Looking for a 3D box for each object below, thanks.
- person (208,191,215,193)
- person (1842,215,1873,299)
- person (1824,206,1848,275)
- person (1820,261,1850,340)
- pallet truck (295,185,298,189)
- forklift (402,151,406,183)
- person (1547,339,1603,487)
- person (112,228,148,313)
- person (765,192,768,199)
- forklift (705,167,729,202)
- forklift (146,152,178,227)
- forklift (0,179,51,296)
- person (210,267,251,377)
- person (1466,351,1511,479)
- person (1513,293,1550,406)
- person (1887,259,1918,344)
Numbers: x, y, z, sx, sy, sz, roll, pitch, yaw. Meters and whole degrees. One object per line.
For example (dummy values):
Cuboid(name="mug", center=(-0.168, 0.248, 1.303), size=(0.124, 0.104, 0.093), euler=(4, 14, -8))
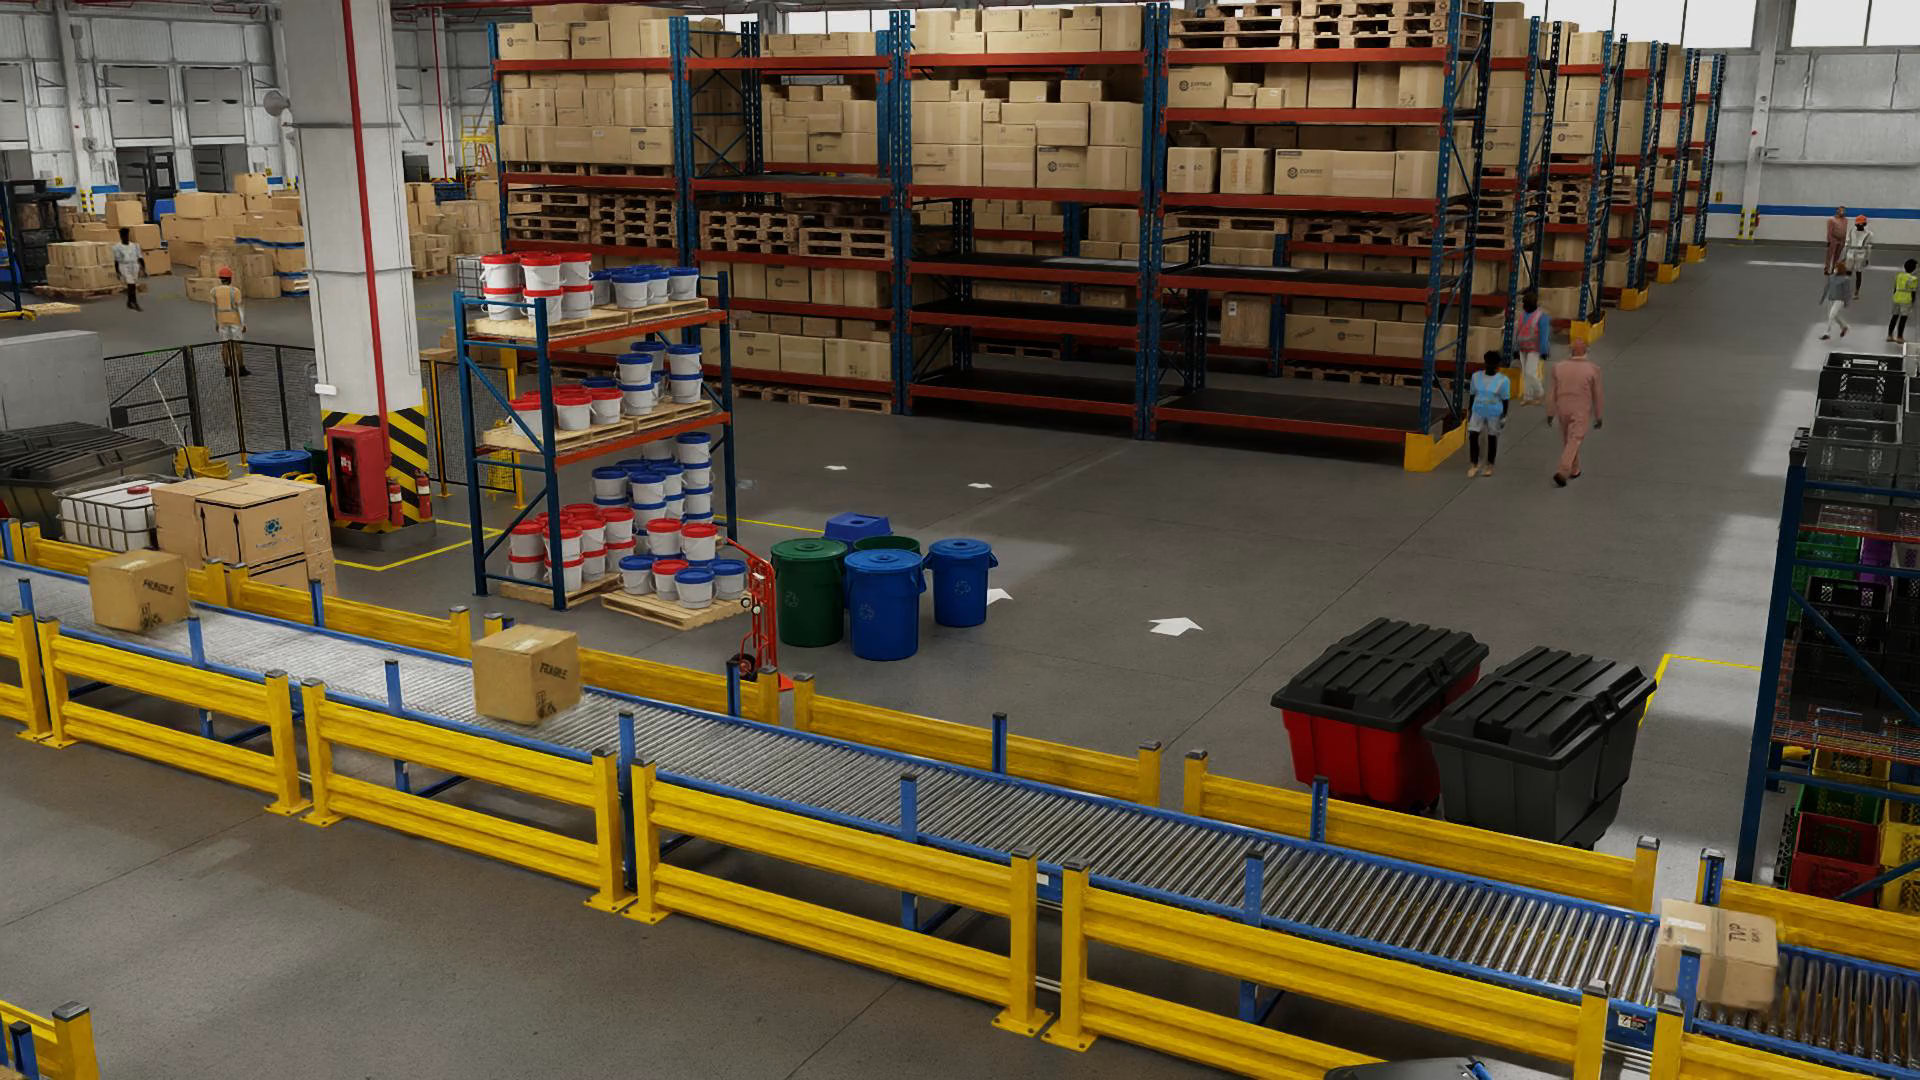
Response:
Cuboid(name="person", center=(-24.332, -10.439, 54.256), size=(0.355, 1.883, 0.573), euler=(8, 17, 28))
Cuboid(name="person", center=(21.948, -6.923, 40.726), size=(0.605, 2.045, 0.378), euler=(13, 20, 41))
Cuboid(name="person", center=(24.404, -8.330, 46.273), size=(0.642, 1.913, 0.409), euler=(-5, 16, -17))
Cuboid(name="person", center=(17.932, -4.899, 33.943), size=(0.710, 1.608, 0.496), euler=(-5, 16, -18))
Cuboid(name="pallet truck", center=(-26.804, -14.617, 69.738), size=(1.885, 1.965, 0.823), euler=(-14, 20, -42))
Cuboid(name="forklift", center=(-21.717, -13.660, 64.452), size=(1.873, 2.768, 1.129), euler=(1, 15, 2))
Cuboid(name="person", center=(7.822, -1.628, 21.197), size=(0.666, 1.862, 0.988), euler=(12, 19, 39))
Cuboid(name="person", center=(-19.170, -6.233, 38.390), size=(1.000, 1.923, 0.628), euler=(12, 19, 37))
Cuboid(name="person", center=(-8.029, -14.016, 67.620), size=(0.628, 1.933, 0.365), euler=(-5, 16, -20))
Cuboid(name="forklift", center=(-7.386, -9.903, 50.326), size=(1.129, 2.768, 1.873), euler=(8, 17, 27))
Cuboid(name="forklift", center=(-30.086, -13.242, 62.882), size=(1.873, 2.768, 1.129), euler=(8, 17, 28))
Cuboid(name="forklift", center=(-23.297, -7.616, 41.731), size=(1.873, 2.768, 1.129), euler=(8, 17, 28))
Cuboid(name="person", center=(-12.896, -3.853, 29.390), size=(0.552, 1.935, 0.368), euler=(0, 15, 0))
Cuboid(name="person", center=(6.772, -1.601, 21.423), size=(0.559, 1.664, 0.703), euler=(10, 18, 33))
Cuboid(name="person", center=(9.111, -3.033, 26.553), size=(0.439, 1.818, 0.636), euler=(-5, 16, -18))
Cuboid(name="person", center=(18.930, -4.783, 33.369), size=(0.320, 1.692, 0.540), euler=(-4, 15, -15))
